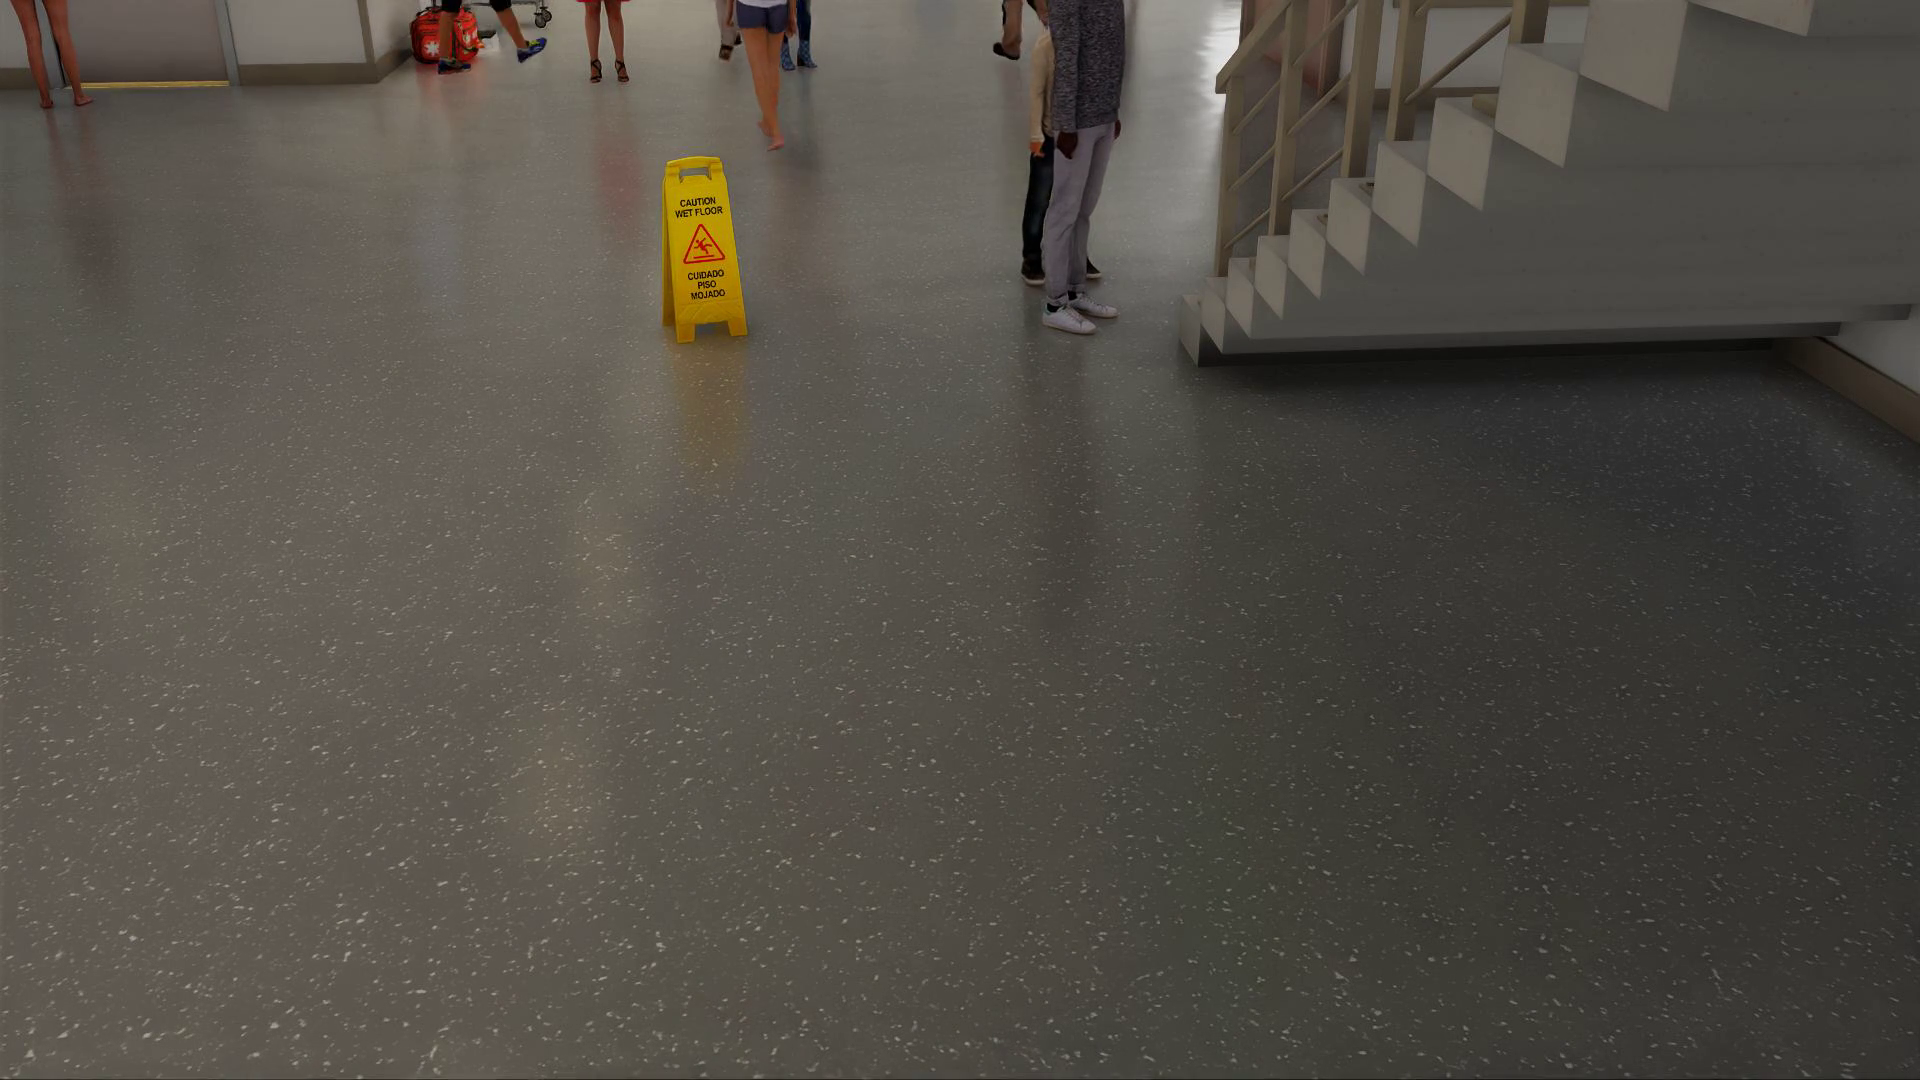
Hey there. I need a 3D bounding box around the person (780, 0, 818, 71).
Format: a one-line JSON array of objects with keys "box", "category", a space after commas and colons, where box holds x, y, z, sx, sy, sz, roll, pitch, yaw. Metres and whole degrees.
[{"box": [-1.328, -4.583, 13.236, 0.699, 1.622, 0.727, -20, 32, -35], "category": "person"}]

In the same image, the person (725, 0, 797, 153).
[{"box": [-1.228, -3.279, 10.451, 0.808, 1.693, 1.196, -9, 27, -18], "category": "person"}]

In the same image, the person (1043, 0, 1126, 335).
[{"box": [0.536, -1.864, 7.349, 0.814, 1.838, 0.698, 14, 29, 26], "category": "person"}]

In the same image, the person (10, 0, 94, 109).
[{"box": [-6.603, -3.991, 11.843, 0.630, 1.767, 0.609, -9, 27, -19], "category": "person"}]

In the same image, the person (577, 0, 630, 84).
[{"box": [-2.759, -4.415, 12.769, 0.580, 1.726, 0.551, -4, 26, -8], "category": "person"}]

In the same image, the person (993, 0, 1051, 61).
[{"box": [0.576, -4.801, 13.450, 0.974, 1.829, 1.104, -18, 31, -32], "category": "person"}]

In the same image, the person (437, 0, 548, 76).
[{"box": [-3.886, -4.492, 12.834, 1.144, 1.808, 1.270, 17, 31, 31], "category": "person"}]

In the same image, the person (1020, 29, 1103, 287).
[{"box": [0.490, -1.955, 7.978, 0.600, 1.455, 0.571, -10, 28, -20], "category": "person"}]
